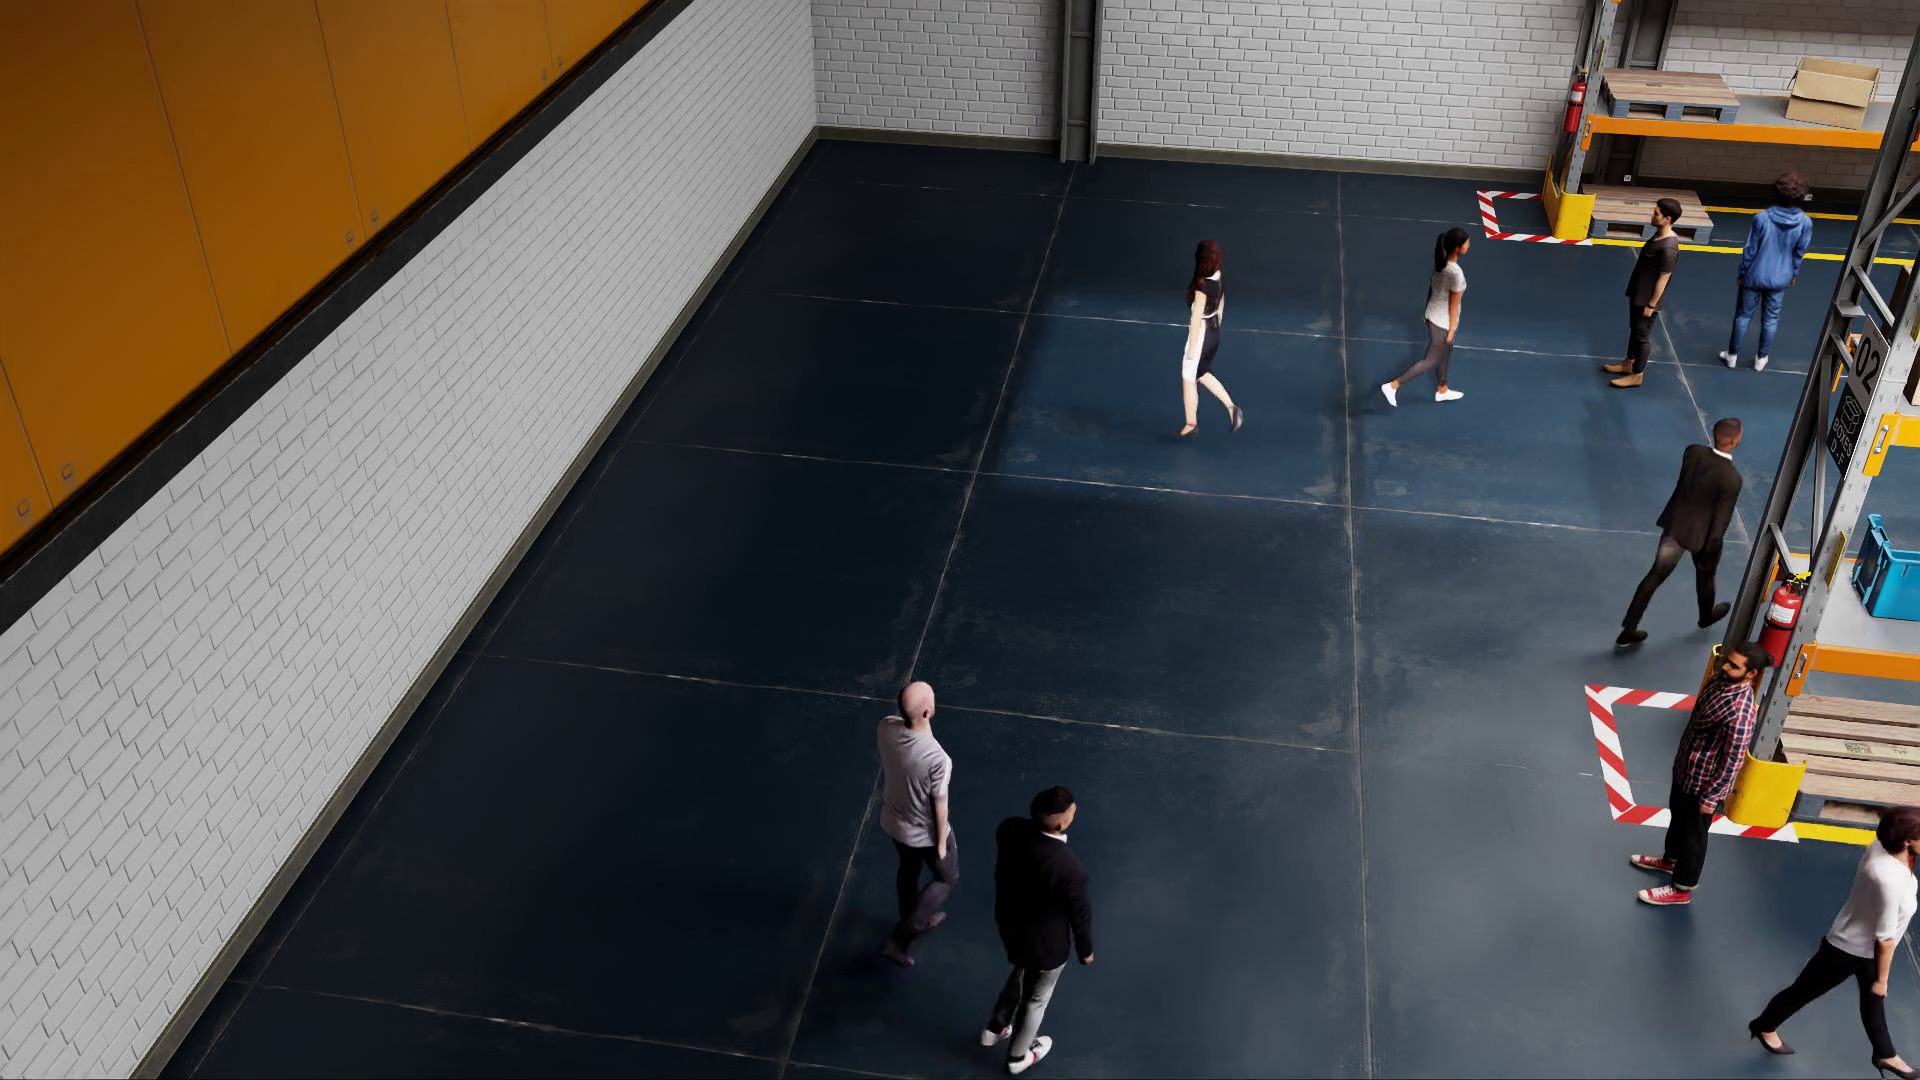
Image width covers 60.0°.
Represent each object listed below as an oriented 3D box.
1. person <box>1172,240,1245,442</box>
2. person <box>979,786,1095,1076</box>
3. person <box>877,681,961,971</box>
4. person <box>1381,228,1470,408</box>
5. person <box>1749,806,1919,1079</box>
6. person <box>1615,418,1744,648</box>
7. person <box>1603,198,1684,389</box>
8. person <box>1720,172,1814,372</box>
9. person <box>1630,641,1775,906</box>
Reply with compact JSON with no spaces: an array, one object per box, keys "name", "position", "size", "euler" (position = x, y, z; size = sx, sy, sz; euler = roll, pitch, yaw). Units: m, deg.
[{"name":"person","position":[2.048,-1.566,13.493],"size":[0.927,1.783,0.770],"euler":[18,38,25]},{"name":"person","position":[0.313,1.949,8.075],"size":[0.848,1.928,0.922],"euler":[29,43,36]},{"name":"person","position":[-0.293,1.535,8.793],"size":[0.933,1.822,0.963],"euler":[29,43,36]},{"name":"person","position":[3.988,-1.842,14.057],"size":[1.113,1.619,0.814],"euler":[-5,34,-8]},{"name":"person","position":[4.297,1.975,8.194],"size":[1.144,1.754,0.874],"euler":[18,37,25]},{"name":"person","position":[4.833,0.006,11.162],"size":[1.270,1.747,1.133],"euler":[-17,37,-23]},{"name":"person","position":[5.985,-2.155,14.440],"size":[0.550,1.717,0.617],"euler":[4,34,6]},{"name":"person","position":[7.125,-2.361,14.667],"size":[0.513,1.809,0.752],"euler":[9,35,13]},{"name":"person","position":[4.127,1.283,9.230],"size":[0.581,1.759,0.686],"euler":[5,34,8]}]
